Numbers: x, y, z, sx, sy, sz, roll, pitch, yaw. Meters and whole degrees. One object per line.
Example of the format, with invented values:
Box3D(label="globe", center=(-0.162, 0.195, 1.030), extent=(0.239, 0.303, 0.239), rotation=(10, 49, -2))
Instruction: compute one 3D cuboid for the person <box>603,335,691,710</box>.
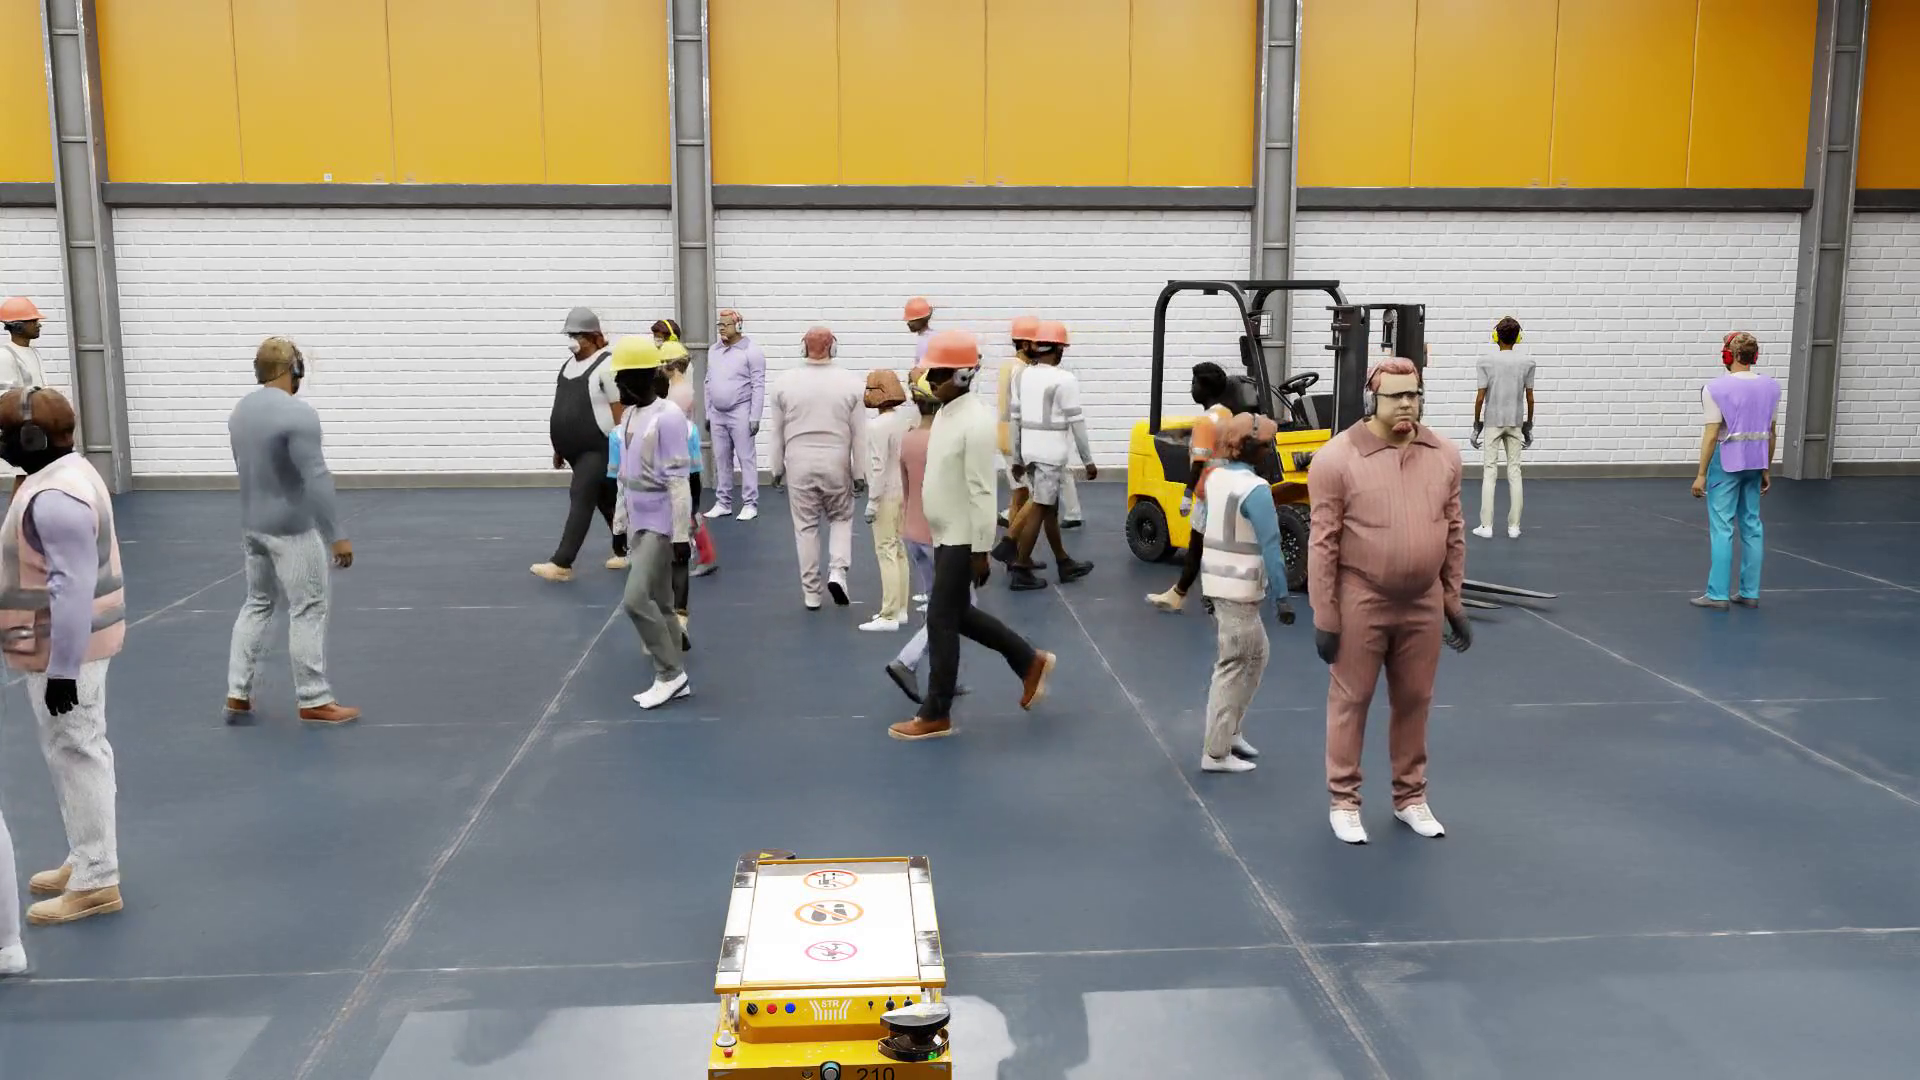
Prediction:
Box3D(label="person", center=(-1.591, -0.084, 8.494), extent=(0.498, 1.906, 0.609), rotation=(-6, 11, -33))

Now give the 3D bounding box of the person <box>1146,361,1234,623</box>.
Box3D(label="person", center=(1.530, -0.301, 10.614), extent=(0.821, 1.655, 0.551), rotation=(3, 10, 20))

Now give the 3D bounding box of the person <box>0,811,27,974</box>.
Box3D(label="person", center=(-3.330, 0.474, 5.225), extent=(0.789, 1.837, 0.513), rotation=(3, 9, 16))

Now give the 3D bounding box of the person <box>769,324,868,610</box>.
Box3D(label="person", center=(-0.931, -0.470, 10.967), extent=(0.653, 1.895, 0.434), rotation=(-1, 9, -3))

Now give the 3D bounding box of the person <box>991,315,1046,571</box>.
Box3D(label="person", center=(0.467, -0.697, 12.334), extent=(0.383, 1.925, 0.573), rotation=(-2, 9, -10))

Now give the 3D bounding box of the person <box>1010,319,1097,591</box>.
Box3D(label="person", center=(0.676, -0.596, 11.763), extent=(0.813, 1.903, 0.564), rotation=(-7, 11, -36))

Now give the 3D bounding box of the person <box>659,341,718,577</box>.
Box3D(label="person", center=(-2.064, -0.573, 12.119), extent=(0.582, 1.728, 0.581), rotation=(-3, 10, -18))

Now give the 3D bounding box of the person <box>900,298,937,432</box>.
Box3D(label="person", center=(-0.348, -1.407, 16.599), extent=(0.811, 1.986, 0.634), rotation=(2, 9, 15))

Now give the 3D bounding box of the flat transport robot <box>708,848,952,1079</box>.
Box3D(label="flat transport robot", center=(-0.394, 1.269, 5.127), extent=(0.652, 0.197, 1.431), rotation=(-1, 9, -4))

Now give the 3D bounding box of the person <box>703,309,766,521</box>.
Box3D(label="person", center=(-2.071, -1.131, 15.082), extent=(0.641, 1.908, 0.408), rotation=(5, 10, 29))

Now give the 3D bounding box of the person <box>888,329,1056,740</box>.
Box3D(label="person", center=(0.074, -0.032, 8.004), extent=(0.828, 1.968, 0.626), rotation=(-3, 10, -18))

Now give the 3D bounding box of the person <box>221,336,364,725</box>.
Box3D(label="person", center=(-3.343, -0.025, 8.123), extent=(0.829, 1.916, 0.466), rotation=(7, 11, 37))

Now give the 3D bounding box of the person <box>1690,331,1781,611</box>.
Box3D(label="person", center=(5.122, -0.447, 10.973), extent=(0.566, 1.844, 0.381), rotation=(-2, 9, -14))

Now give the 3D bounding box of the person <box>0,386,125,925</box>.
Box3D(label="person", center=(-3.122, 0.387, 5.765), extent=(0.428, 1.839, 0.642), rotation=(-5, 10, -26))

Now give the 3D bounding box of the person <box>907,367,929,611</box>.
Box3D(label="person", center=(-0.184, -0.354, 11.084), extent=(0.322, 1.632, 0.545), rotation=(2, 9, 11))

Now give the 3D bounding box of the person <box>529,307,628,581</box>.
Box3D(label="person", center=(-2.750, -0.743, 12.221), extent=(0.696, 2.000, 1.045), rotation=(9, 13, 44))

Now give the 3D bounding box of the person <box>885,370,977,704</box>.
Box3D(label="person", center=(-0.142, -0.004, 8.489), extent=(0.521, 1.751, 0.547), rotation=(-5, 11, -30))

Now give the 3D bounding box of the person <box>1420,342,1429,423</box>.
Box3D(label="person", center=(4.231, -1.027, 15.298), extent=(0.556, 1.613, 0.523), rotation=(0, 9, 1))

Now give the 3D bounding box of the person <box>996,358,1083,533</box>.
Box3D(label="person", center=(0.653, -0.937, 14.231), extent=(0.911, 1.782, 0.623), rotation=(-1, 9, -5))

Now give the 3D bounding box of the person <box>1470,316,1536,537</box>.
Box3D(label="person", center=(4.581, -0.948, 14.047), extent=(0.528, 1.871, 0.323), rotation=(1, 9, 4))

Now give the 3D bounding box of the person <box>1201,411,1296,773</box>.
Box3D(label="person", center=(1.275, 0.241, 7.376), extent=(0.480, 1.620, 0.508), rotation=(-2, 9, -11))

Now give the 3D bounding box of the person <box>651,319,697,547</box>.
Box3D(label="person", center=(-2.328, -0.851, 13.457), extent=(0.327, 1.865, 0.517), rotation=(-6, 11, -35))

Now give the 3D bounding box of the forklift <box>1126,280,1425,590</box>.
Box3D(label="forklift", center=(2.301, -0.860, 12.475), extent=(1.214, 2.155, 2.313), rotation=(-6, 11, -35))

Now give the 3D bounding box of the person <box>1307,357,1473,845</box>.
Box3D(label="person", center=(1.688, 0.237, 6.510), extent=(0.668, 1.905, 0.406), rotation=(-2, 9, -12))

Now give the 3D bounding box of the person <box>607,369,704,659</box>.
Box3D(label="person", center=(-1.744, -0.145, 9.548), extent=(0.550, 1.686, 0.371), rotation=(-3, 9, -16))

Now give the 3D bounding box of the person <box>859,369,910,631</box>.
Box3D(label="person", center=(-0.471, -0.249, 10.395), extent=(0.281, 1.633, 0.500), rotation=(2, 9, 15))

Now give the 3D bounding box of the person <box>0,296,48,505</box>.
Box3D(label="person", center=(-7.237, -0.861, 12.938), extent=(0.356, 2.047, 0.615), rotation=(-1, 9, -9))
